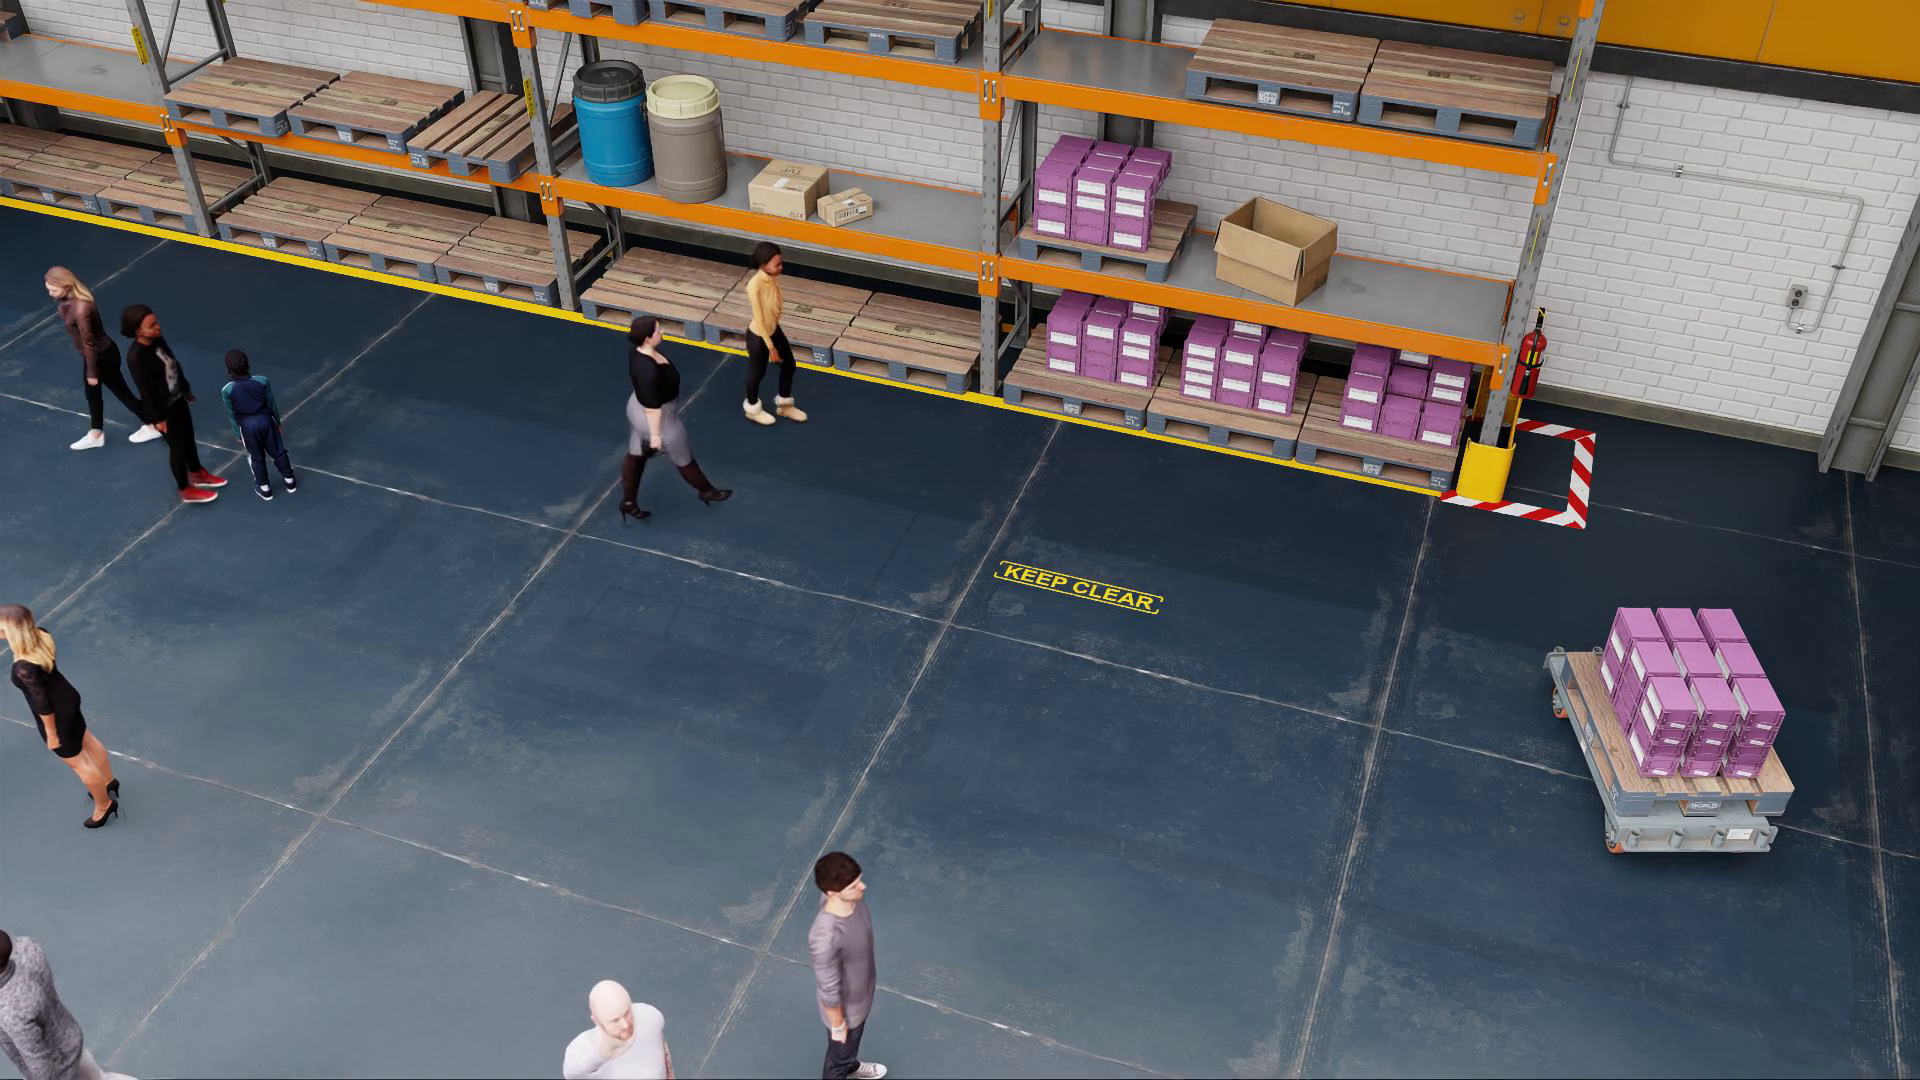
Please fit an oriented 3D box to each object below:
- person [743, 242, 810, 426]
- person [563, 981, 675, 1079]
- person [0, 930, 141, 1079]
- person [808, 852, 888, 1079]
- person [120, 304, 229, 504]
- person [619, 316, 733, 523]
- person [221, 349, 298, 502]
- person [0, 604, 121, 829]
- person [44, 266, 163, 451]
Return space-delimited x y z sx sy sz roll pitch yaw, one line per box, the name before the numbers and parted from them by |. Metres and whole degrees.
person | -1.624 -1.622 13.106 0.766 1.632 0.636 19 42 22
person | -1.494 2.636 7.609 0.750 1.838 0.743 -31 48 -33
person | -4.202 2.415 7.901 1.209 1.818 1.091 -12 40 -14
person | -0.570 2.187 8.159 0.611 1.854 0.716 5 39 7
person | -5.907 -1.000 12.295 0.648 1.671 0.661 3 39 3
person | -2.302 -0.821 12.042 1.175 1.708 1.089 -15 41 -18
person | -5.277 -0.874 12.471 0.571 1.255 0.613 -22 44 -25
person | -5.282 1.021 9.761 0.631 1.676 0.616 -8 39 -10
person | -6.527 -1.413 12.817 1.034 1.666 0.996 -18 42 -21
